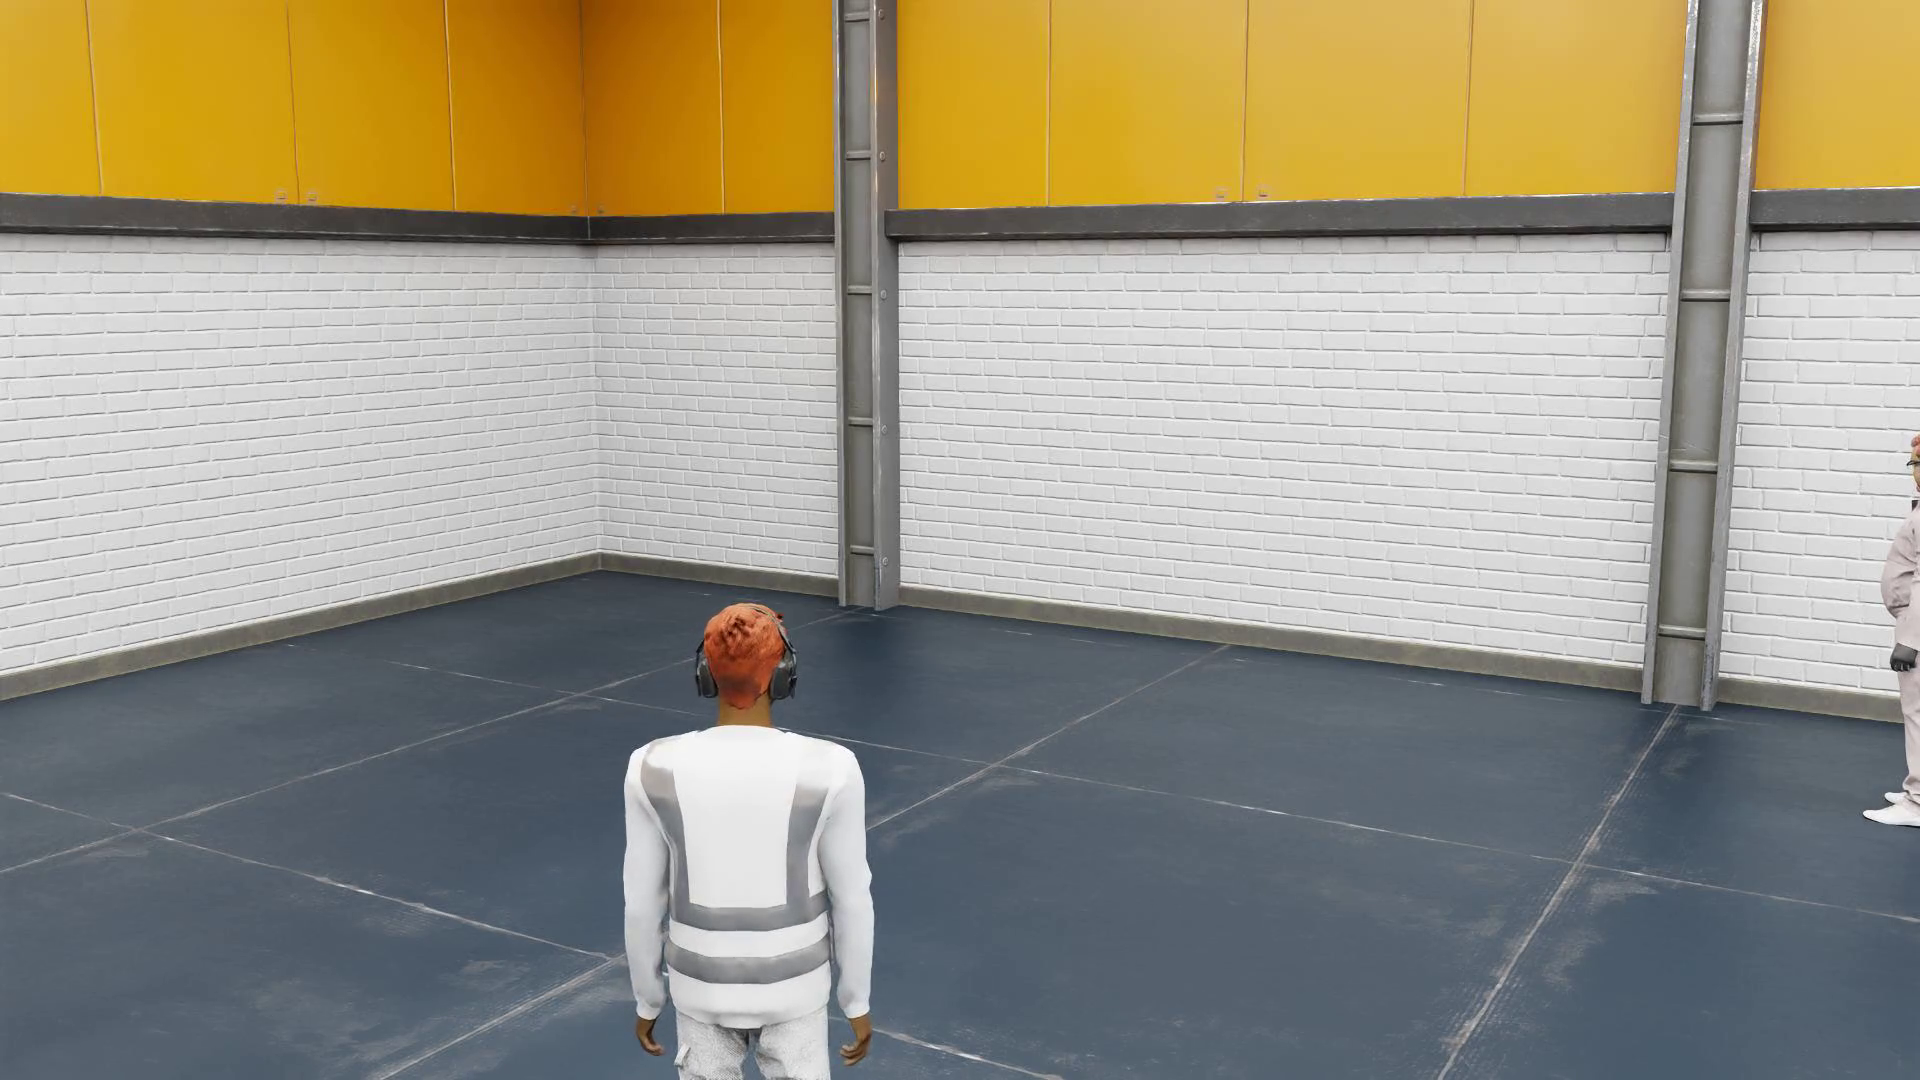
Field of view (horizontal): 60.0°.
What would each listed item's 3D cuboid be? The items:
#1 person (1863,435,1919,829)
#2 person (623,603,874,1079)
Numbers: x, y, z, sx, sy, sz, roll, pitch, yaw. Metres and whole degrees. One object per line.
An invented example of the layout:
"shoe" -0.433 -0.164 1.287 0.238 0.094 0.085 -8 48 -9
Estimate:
"person" 4.629 0.430 7.980 0.638 1.902 0.406 -9 13 -44
"person" -0.494 1.083 3.958 0.584 1.879 0.337 0 9 2
